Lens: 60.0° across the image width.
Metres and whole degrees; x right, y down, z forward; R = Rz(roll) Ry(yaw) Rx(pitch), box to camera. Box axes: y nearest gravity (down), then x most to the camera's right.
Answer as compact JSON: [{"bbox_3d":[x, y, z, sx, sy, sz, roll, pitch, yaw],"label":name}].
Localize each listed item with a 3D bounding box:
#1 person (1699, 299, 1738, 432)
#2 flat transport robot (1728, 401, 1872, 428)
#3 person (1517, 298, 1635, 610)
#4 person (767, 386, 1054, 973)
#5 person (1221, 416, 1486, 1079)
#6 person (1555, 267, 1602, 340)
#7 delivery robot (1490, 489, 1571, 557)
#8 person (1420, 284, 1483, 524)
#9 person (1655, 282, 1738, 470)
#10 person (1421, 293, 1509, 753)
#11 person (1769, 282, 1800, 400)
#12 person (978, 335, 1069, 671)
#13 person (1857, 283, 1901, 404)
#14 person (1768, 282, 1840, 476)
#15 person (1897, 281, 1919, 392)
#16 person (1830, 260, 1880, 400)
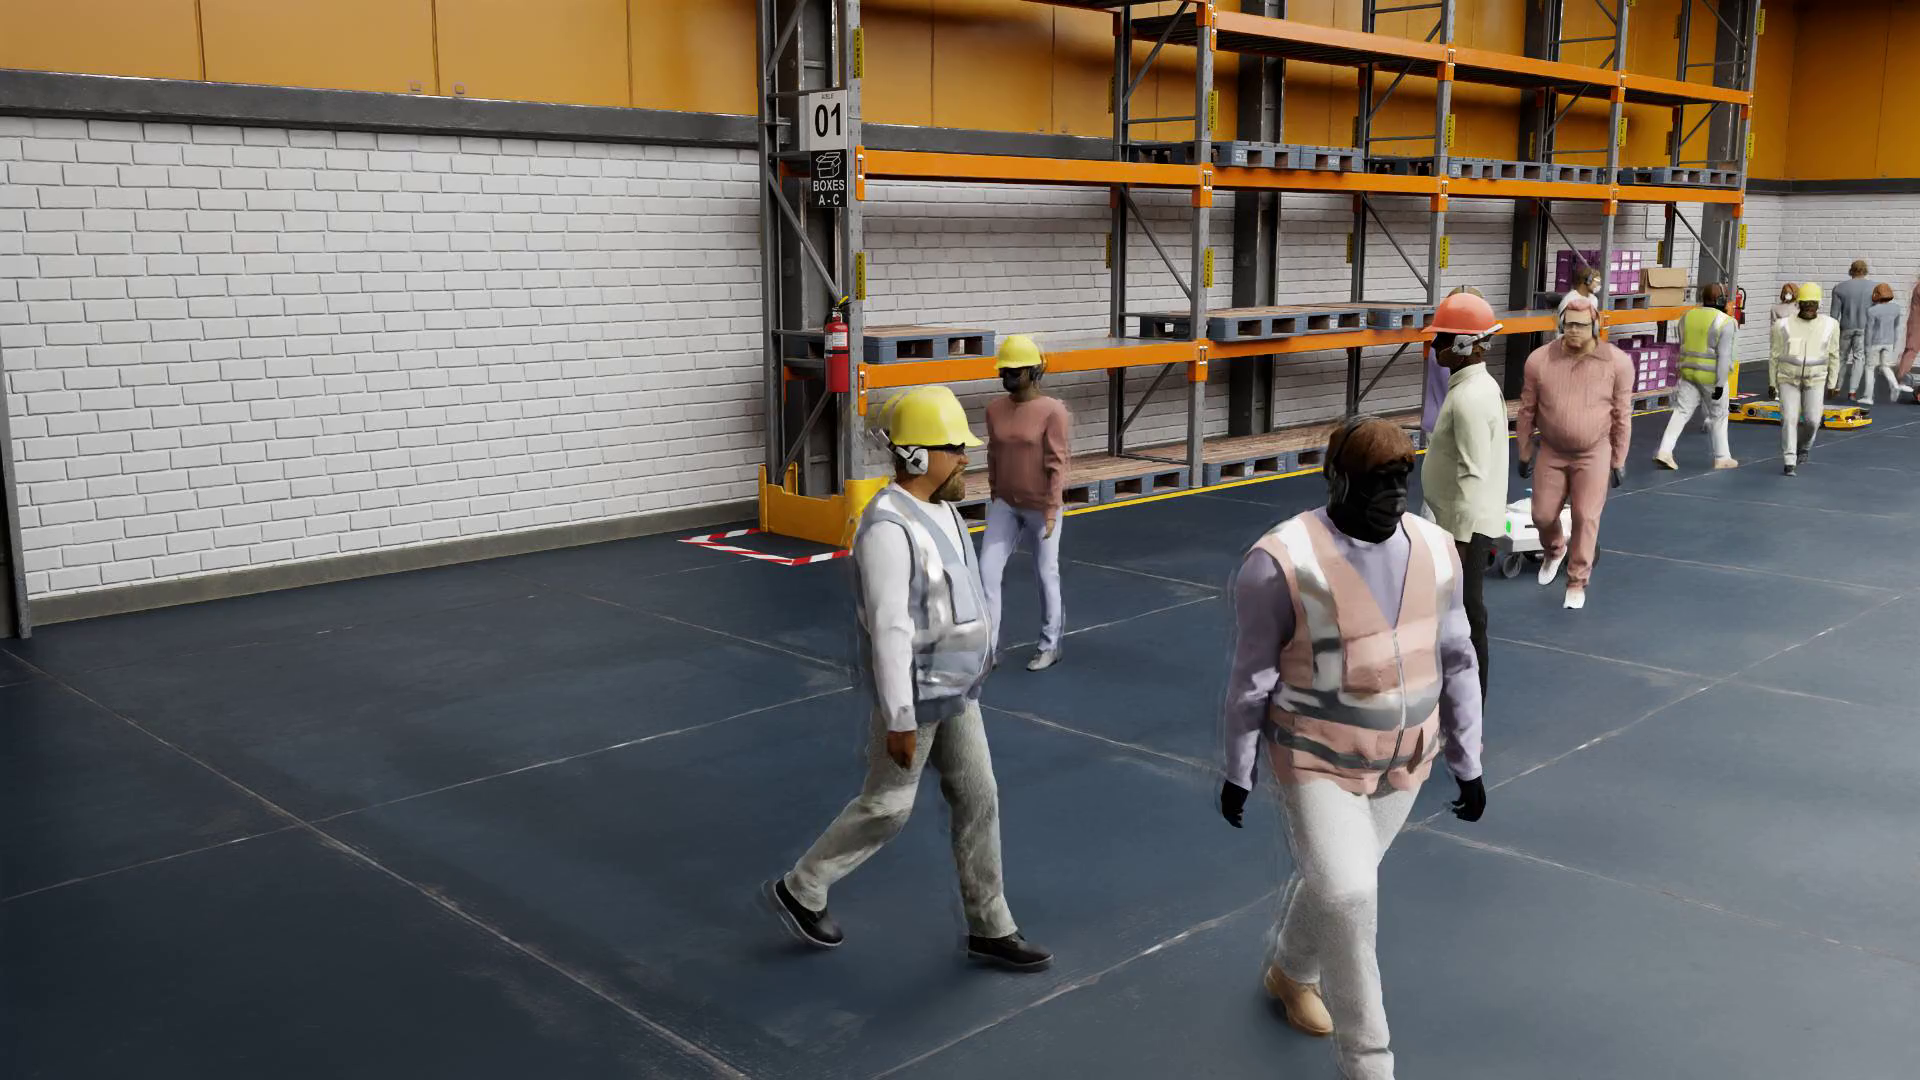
[{"bbox_3d":[8.622,-2.038,19.064,0.503,1.607,0.795,2,11,12],"label":"person"},{"bbox_3d":[9.965,-1.504,19.772,0.652,0.197,1.431,-10,14,-44],"label":"flat transport robot"},{"bbox_3d":[3.749,-0.539,10.149,0.657,1.880,0.627,6,12,28],"label":"person"},{"bbox_3d":[-0.167,0.427,5.057,0.866,1.803,0.594,4,11,21],"label":"person"},{"bbox_3d":[1.019,0.565,4.348,0.660,1.800,0.960,-4,11,-20],"label":"person"},{"bbox_3d":[6.560,-1.934,17.656,0.712,1.905,0.554,-8,13,-37],"label":"person"},{"bbox_3d":[3.823,-0.100,11.086,0.707,0.478,0.477,-4,11,-21],"label":"delivery robot"},{"bbox_3d":[3.174,-0.681,10.776,0.369,1.932,0.623,3,11,14],"label":"person"},{"bbox_3d":[7.080,-1.556,15.895,0.929,1.808,0.630,-6,12,-28],"label":"person"},{"bbox_3d":[2.166,-0.067,7.230,0.391,1.995,0.613,4,11,18],"label":"person"},{"bbox_3d":[11.372,-2.732,22.819,0.507,1.607,0.635,7,12,33],"label":"person"},{"bbox_3d":[0.285,-0.153,8.406,0.530,1.741,0.746,7,12,33],"label":"person"},{"bbox_3d":[12.182,-2.580,21.966,0.510,1.613,0.568,-1,10,-6],"label":"person"},{"bbox_3d":[7.927,-1.522,15.656,0.598,1.813,0.621,4,11,23],"label":"person"},{"bbox_3d":[13.798,-3.021,23.659,0.802,1.874,0.659,7,13,34],"label":"person"},{"bbox_3d":[12.290,-2.883,22.841,0.649,1.902,0.805,6,12,28],"label":"person"}]
